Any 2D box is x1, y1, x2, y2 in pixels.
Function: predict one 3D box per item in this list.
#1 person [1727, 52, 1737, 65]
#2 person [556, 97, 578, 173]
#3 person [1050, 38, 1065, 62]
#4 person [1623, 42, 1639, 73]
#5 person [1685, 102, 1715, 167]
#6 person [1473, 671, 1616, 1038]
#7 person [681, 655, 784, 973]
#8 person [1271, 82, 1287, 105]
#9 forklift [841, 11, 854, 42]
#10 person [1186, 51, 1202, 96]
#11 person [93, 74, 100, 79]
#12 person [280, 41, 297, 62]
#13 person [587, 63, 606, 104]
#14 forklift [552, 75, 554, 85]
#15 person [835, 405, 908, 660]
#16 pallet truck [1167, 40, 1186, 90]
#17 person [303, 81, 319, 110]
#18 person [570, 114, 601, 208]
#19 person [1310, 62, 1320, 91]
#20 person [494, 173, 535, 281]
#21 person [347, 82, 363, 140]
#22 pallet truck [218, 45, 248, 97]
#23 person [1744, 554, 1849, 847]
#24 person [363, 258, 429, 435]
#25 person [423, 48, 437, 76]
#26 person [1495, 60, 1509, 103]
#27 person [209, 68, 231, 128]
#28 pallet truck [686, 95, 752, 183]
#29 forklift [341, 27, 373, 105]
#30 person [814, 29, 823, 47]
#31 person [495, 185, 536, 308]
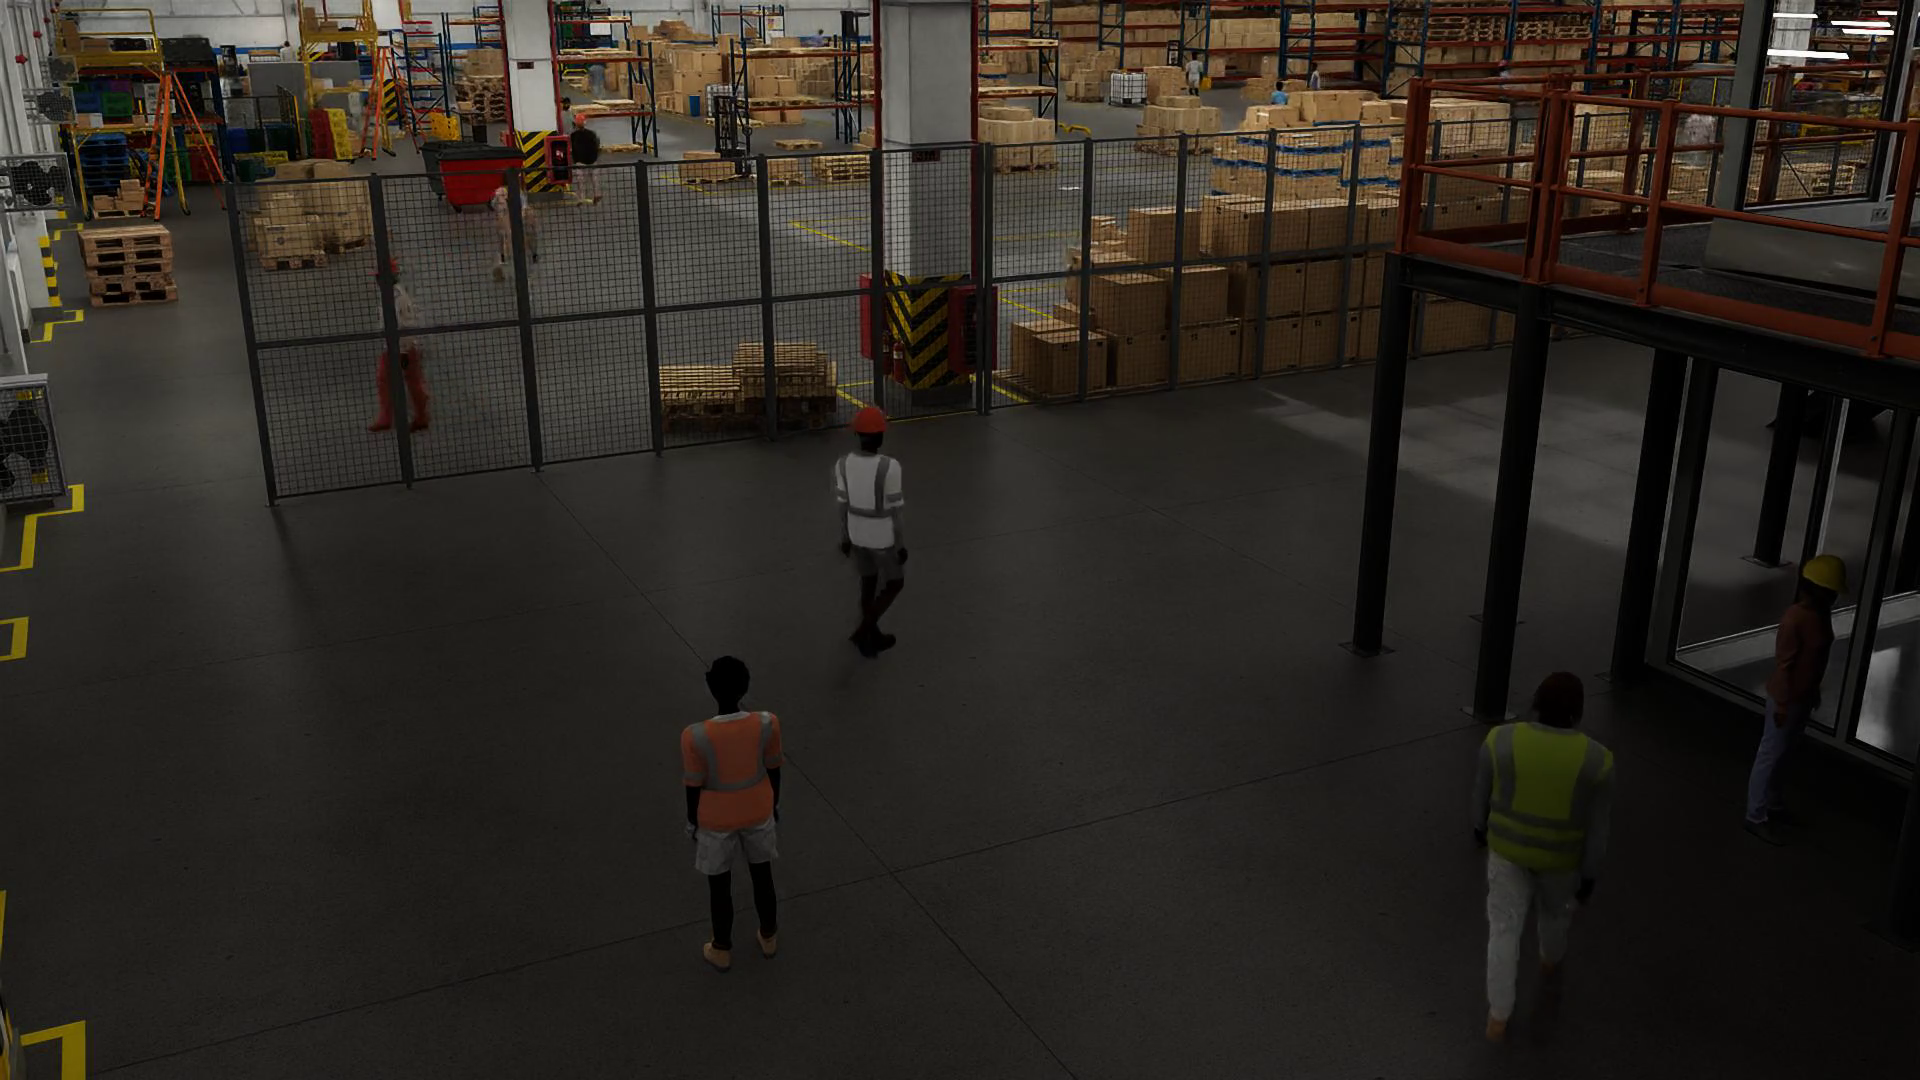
[{"bbox_3d":[30.836,-18.658,66.545,0.543,1.684,0.389,-12,22,-31],"label":"person"},{"bbox_3d":[-9.759,-10.100,41.524,0.785,1.835,0.530,15,24,36],"label":"person"},{"bbox_3d":[4.509,-22.234,76.679,0.648,1.859,1.006,17,26,41],"label":"person"},{"bbox_3d":[31.816,-22.847,78.444,0.998,1.860,0.664,-5,20,-14],"label":"person"},{"bbox_3d":[17.588,-9.469,39.624,0.646,1.898,1.001,-1,19,-3],"label":"person"},{"bbox_3d":[2.810,1.452,8.097,0.627,1.799,0.932,7,20,21],"label":"person"},{"bbox_3d":[-1.145,1.387,8.437,0.541,1.696,0.316,-9,21,-25],"label":"person"},{"bbox_3d":[9.506,-12.855,49.764,0.540,1.675,0.643,-2,19,-6],"label":"person"},{"bbox_3d":[-5.633,-25.058,83.308,1.873,2.768,1.129,-9,21,-25],"label":"forklift"},{"bbox_3d":[8.708,-17.180,61.875,0.620,1.946,0.779,1,19,3],"label":"person"},{"bbox_3d":[-29.578,-15.365,57.145,0.519,1.599,0.853,-13,23,-33],"label":"person"},{"bbox_3d":[-28.530,-20.242,70.769,0.636,1.939,0.363,-9,21,-25],"label":"person"},{"bbox_3d":[-12.787,-15.953,58.376,0.650,1.907,0.800,-17,25,-40],"label":"person"},{"bbox_3d":[-18.479,-20.791,70.939,1.129,2.768,1.873,14,23,34],"label":"forklift"},{"bbox_3d":[-0.664,-0.027,12.195,0.578,1.924,0.533,11,22,29],"label":"person"},{"bbox_3d":[9.045,-19.971,69.895,0.823,1.965,1.885,-3,19,-8],"label":"pallet truck"},{"bbox_3d":[-18.952,-12.541,48.608,0.420,1.827,0.533,11,22,29],"label":"person"},{"bbox_3d":[-8.057,-8.181,35.789,0.602,1.958,0.996,2,19,4],"label":"person"},{"bbox_3d":[12.096,-15.268,56.461,0.985,1.873,0.587,3,19,8],"label":"person"},{"bbox_3d":[-7.251,-5.063,26.941,0.635,1.823,0.660,9,21,24],"label":"person"},{"bbox_3d":[-17.772,-12.560,48.805,0.377,1.727,0.513,7,20,19],"label":"person"},{"bbox_3d":[-28.879,-18.665,66.111,0.823,1.965,1.885,-3,19,-9],"label":"pallet truck"},{"bbox_3d":[4.893,0.913,9.714,0.522,1.764,0.318,-17,25,-40],"label":"person"},{"bbox_3d":[-6.229,-2.078,18.059,0.807,1.968,0.646,-17,25,-40],"label":"person"},{"bbox_3d":[-24.835,-22.646,77.771,0.597,1.912,0.587,4,19,11],"label":"person"},{"bbox_3d":[18.322,-15.302,56.501,0.771,1.908,0.572,0,19,1],"label":"person"},{"bbox_3d":[-23.681,-14.170,53.302,0.584,1.862,0.657,-4,19,-12],"label":"person"},{"bbox_3d":[-5.836,-9.608,39.856,0.823,1.965,1.885,10,22,27],"label":"pallet truck"},{"bbox_3d":[-22.275,-17.346,60.954,1.873,2.768,1.129,-9,21,-25],"label":"forklift"},{"bbox_3d":[-7.269,-25.187,85.201,1.059,1.877,0.670,-9,21,-25],"label":"person"},{"bbox_3d":[-6.556,-4.305,24.618,0.589,1.910,0.491,0,19,0],"label":"person"}]
